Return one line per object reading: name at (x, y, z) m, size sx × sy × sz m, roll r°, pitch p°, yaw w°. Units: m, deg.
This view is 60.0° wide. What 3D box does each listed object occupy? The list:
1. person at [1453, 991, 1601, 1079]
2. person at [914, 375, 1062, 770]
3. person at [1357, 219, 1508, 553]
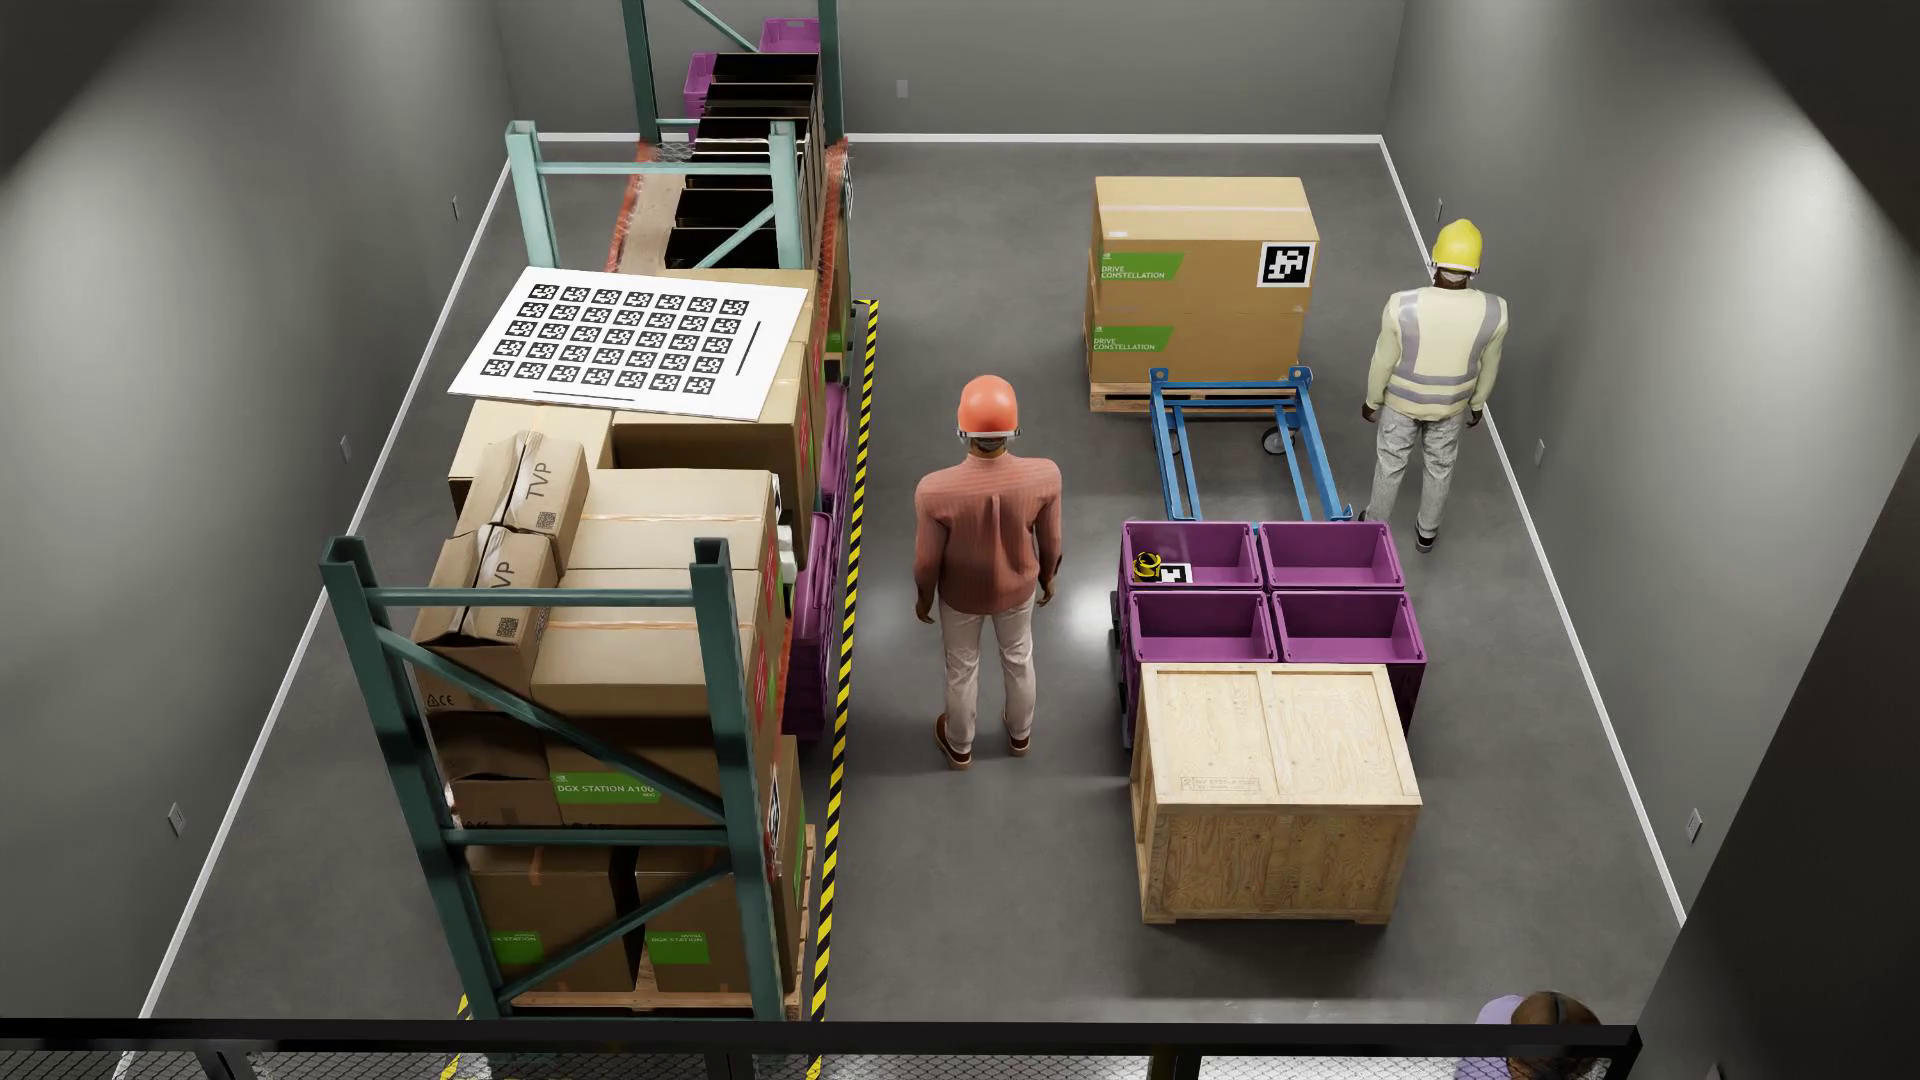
person at (1.532, 1.934, 4.908) m, size 0.371 × 1.939 × 0.627 m, roll 11°, pitch 42°, yaw 13°
person at (0.109, 0.167, 6.881) m, size 0.622 × 1.993 × 0.383 m, roll -10°, pitch 42°, yaw -11°
person at (2.242, -0.707, 8.000) m, size 0.600 × 1.829 × 0.404 m, roll 2°, pitch 41°, yaw 2°
